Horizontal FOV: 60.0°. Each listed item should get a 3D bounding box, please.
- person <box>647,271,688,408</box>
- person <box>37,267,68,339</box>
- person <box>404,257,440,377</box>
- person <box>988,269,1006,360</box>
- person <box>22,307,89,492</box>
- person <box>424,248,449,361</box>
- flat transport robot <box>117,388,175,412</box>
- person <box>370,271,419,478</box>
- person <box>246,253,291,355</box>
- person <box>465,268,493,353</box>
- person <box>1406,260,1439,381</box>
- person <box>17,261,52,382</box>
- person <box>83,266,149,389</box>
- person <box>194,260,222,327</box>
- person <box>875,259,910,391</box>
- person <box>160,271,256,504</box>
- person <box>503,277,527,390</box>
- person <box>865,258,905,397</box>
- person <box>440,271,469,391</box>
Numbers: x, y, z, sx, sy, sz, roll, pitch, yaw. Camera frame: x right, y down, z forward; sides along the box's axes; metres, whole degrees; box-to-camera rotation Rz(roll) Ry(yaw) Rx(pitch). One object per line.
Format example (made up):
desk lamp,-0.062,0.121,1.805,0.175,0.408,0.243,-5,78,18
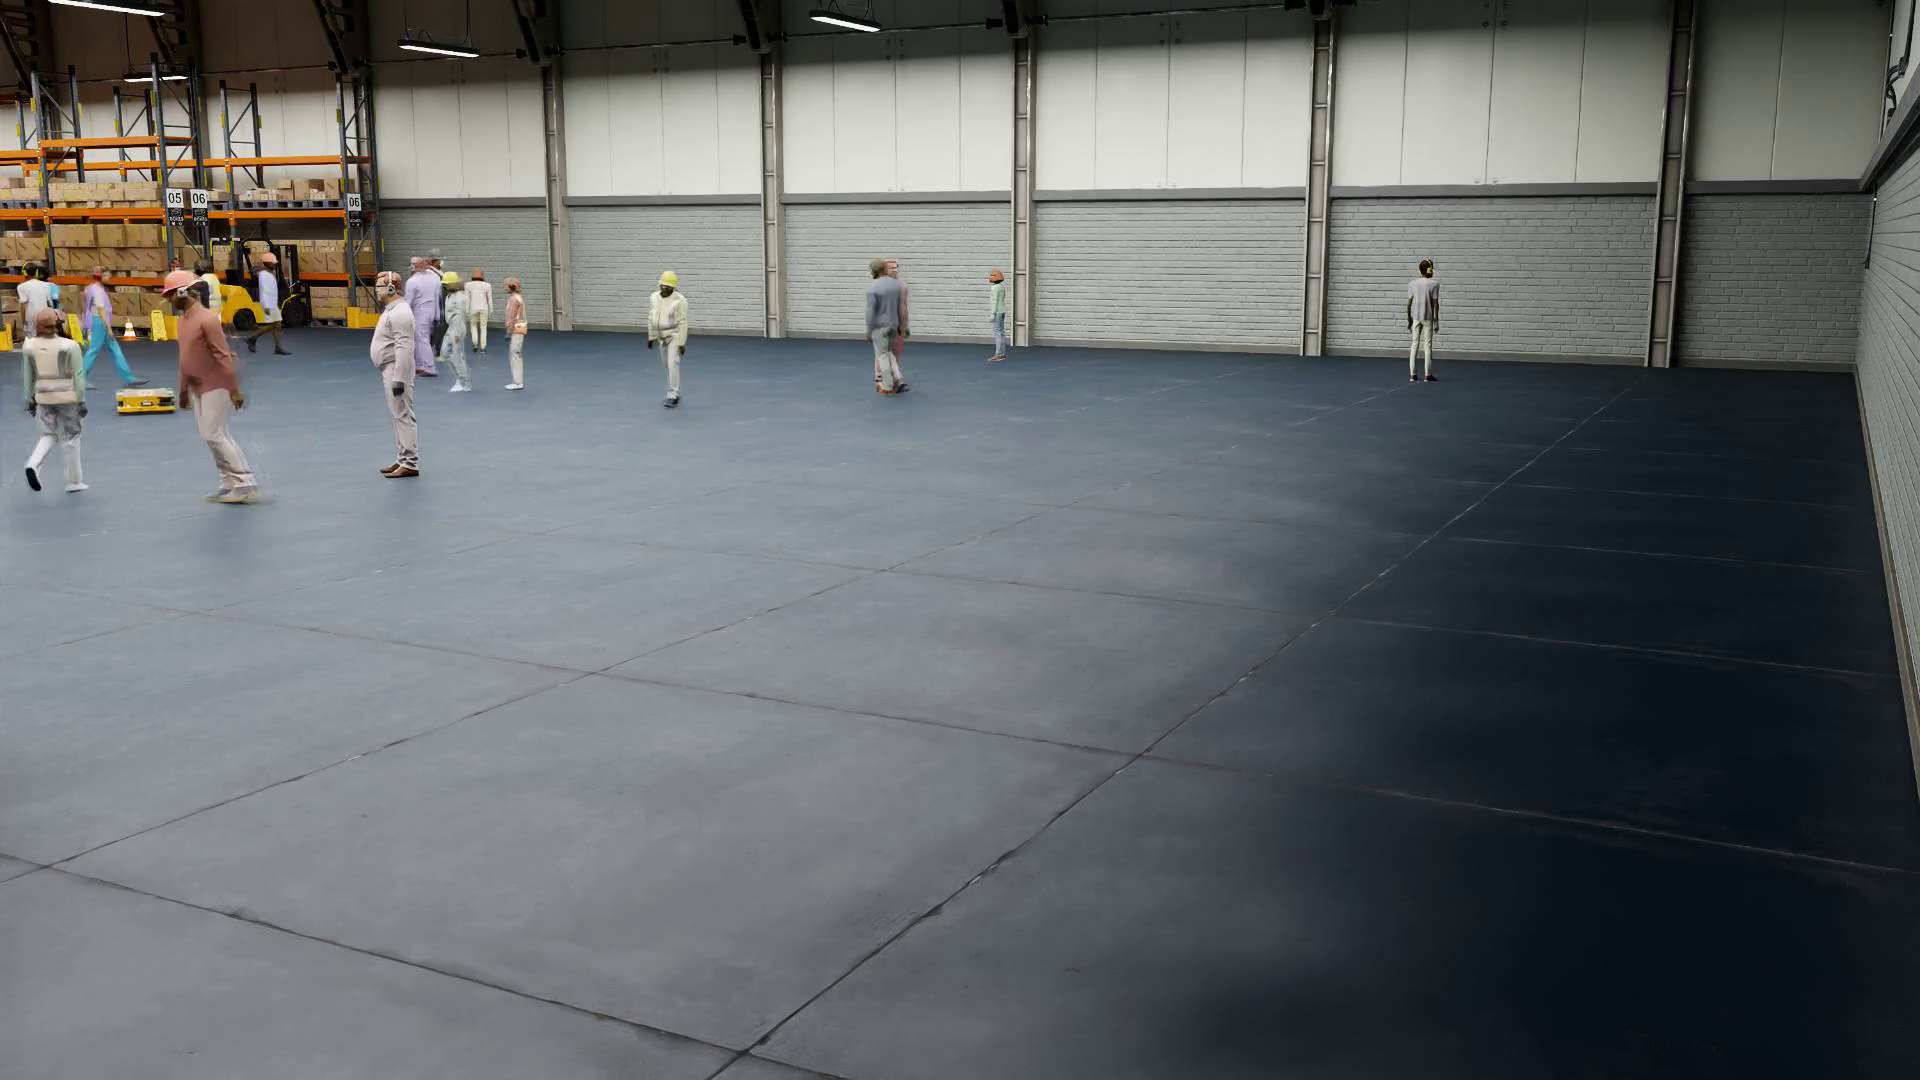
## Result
person,-3.822,-2.621,21.766,0.641,1.772,0.750,7,12,33
person,-16.963,-4.254,30.985,0.532,1.661,0.860,2,11,10
person,-8.668,-3.539,26.454,0.757,1.880,0.681,4,11,19
person,0.666,-4.048,29.926,0.282,1.634,0.498,4,11,22
person,-7.836,-1.190,14.376,0.519,1.625,0.568,1,10,3
person,-9.327,-4.198,29.637,0.640,2.000,0.692,0,10,-2
flat transport robot,-10.499,-1.810,21.444,0.652,0.197,1.431,-5,12,-25
person,-5.265,-1.537,15.491,0.409,1.907,0.650,-5,11,-23
person,-12.986,-4.410,31.131,0.697,1.919,0.560,0,10,0
person,-9.204,-4.394,31.852,0.514,1.621,0.345,-2,11,-13
person,7.141,-3.377,25.646,0.520,1.865,0.335,8,13,36
person,-14.005,-3.313,25.307,0.638,1.860,0.513,8,13,39
person,-12.489,-3.090,24.277,0.990,1.789,0.589,-4,11,-22
person,-13.237,-3.975,29.067,0.781,1.812,0.628,0,10,1
person,-0.984,-3.074,23.875,0.639,1.909,0.409,-8,13,-37
person,-6.320,-1.270,13.912,0.534,1.948,0.643,-10,15,-44
person,-6.504,-3.013,24.294,0.362,1.630,0.526,-3,11,-14
person,-1.071,-2.939,23.100,0.421,1.917,0.656,9,14,40
person,-7.270,-2.989,23.891,0.388,1.720,0.502,-7,12,-32
